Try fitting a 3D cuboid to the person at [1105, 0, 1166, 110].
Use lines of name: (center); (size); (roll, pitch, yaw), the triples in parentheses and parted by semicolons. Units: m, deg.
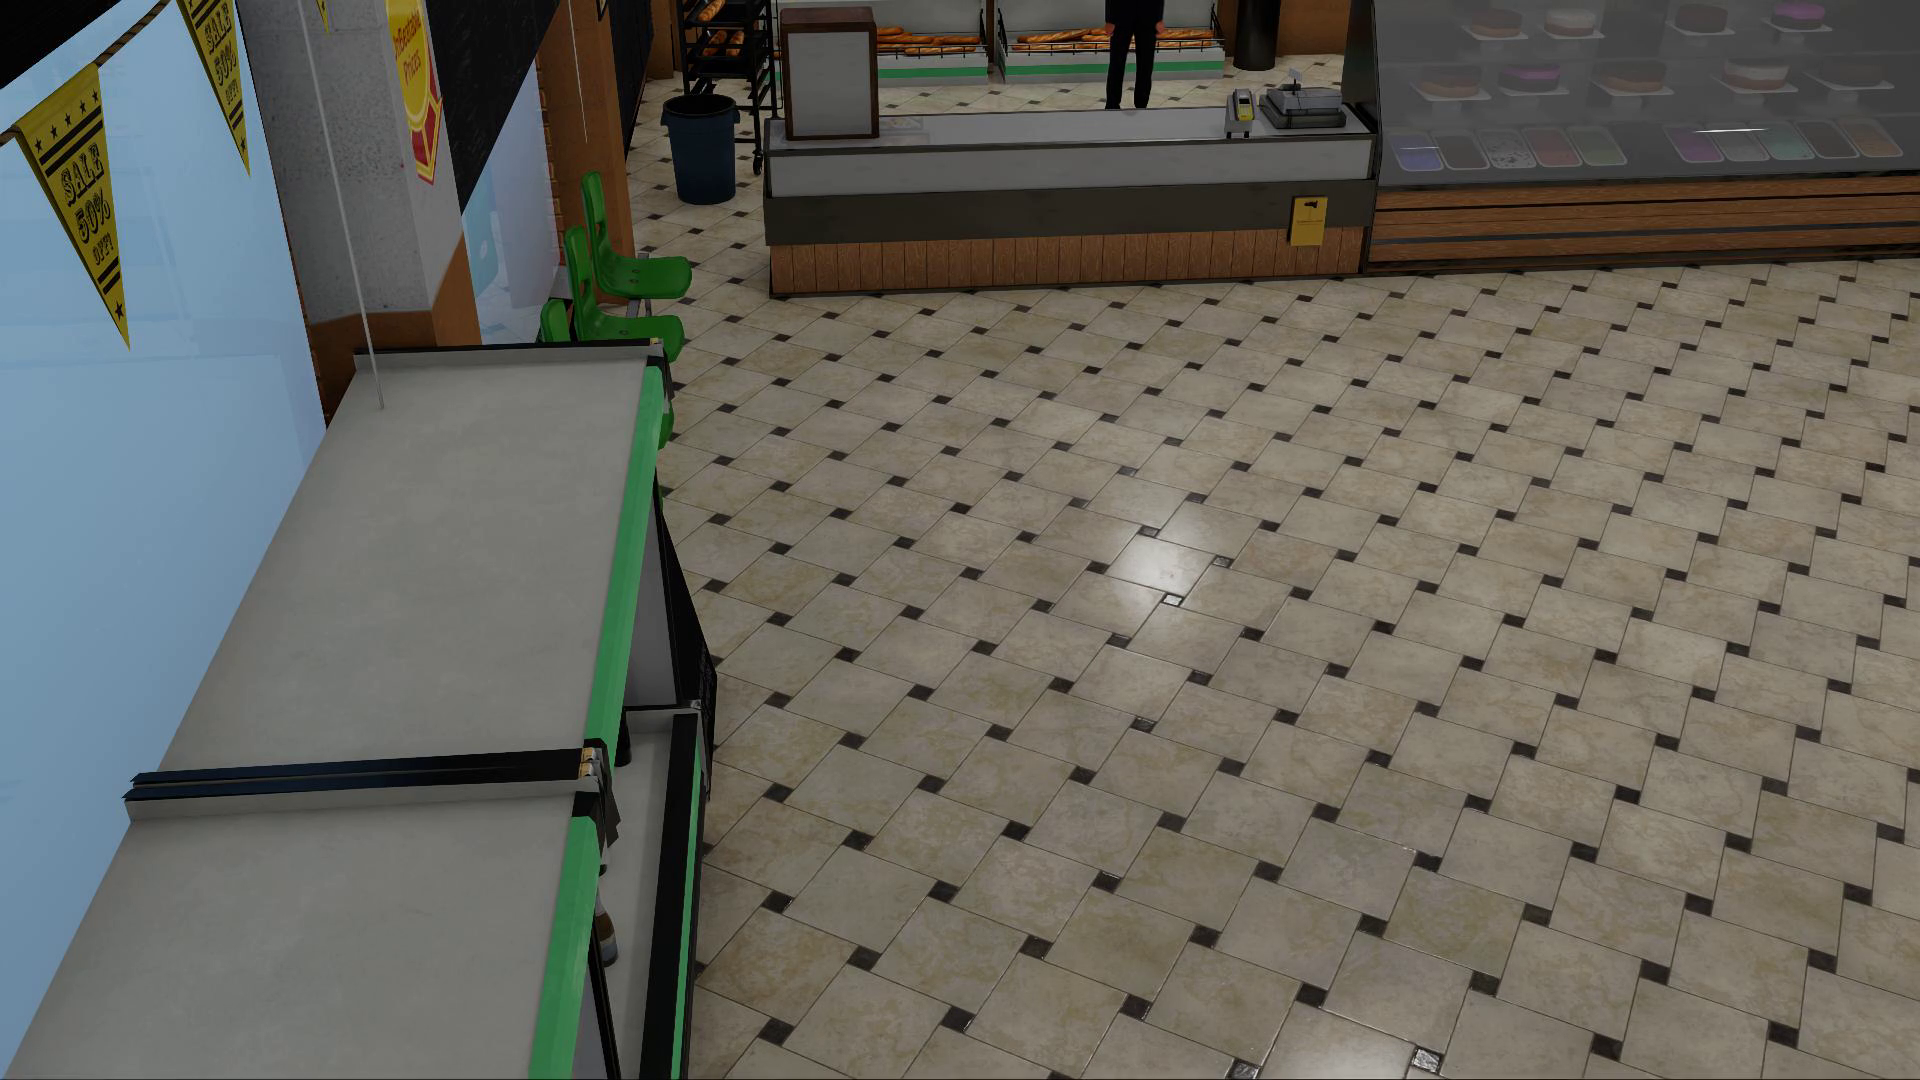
person: (1.422, -4.240, 13.468); (0.633, 1.867, 0.553); (-3, 32, -5)
